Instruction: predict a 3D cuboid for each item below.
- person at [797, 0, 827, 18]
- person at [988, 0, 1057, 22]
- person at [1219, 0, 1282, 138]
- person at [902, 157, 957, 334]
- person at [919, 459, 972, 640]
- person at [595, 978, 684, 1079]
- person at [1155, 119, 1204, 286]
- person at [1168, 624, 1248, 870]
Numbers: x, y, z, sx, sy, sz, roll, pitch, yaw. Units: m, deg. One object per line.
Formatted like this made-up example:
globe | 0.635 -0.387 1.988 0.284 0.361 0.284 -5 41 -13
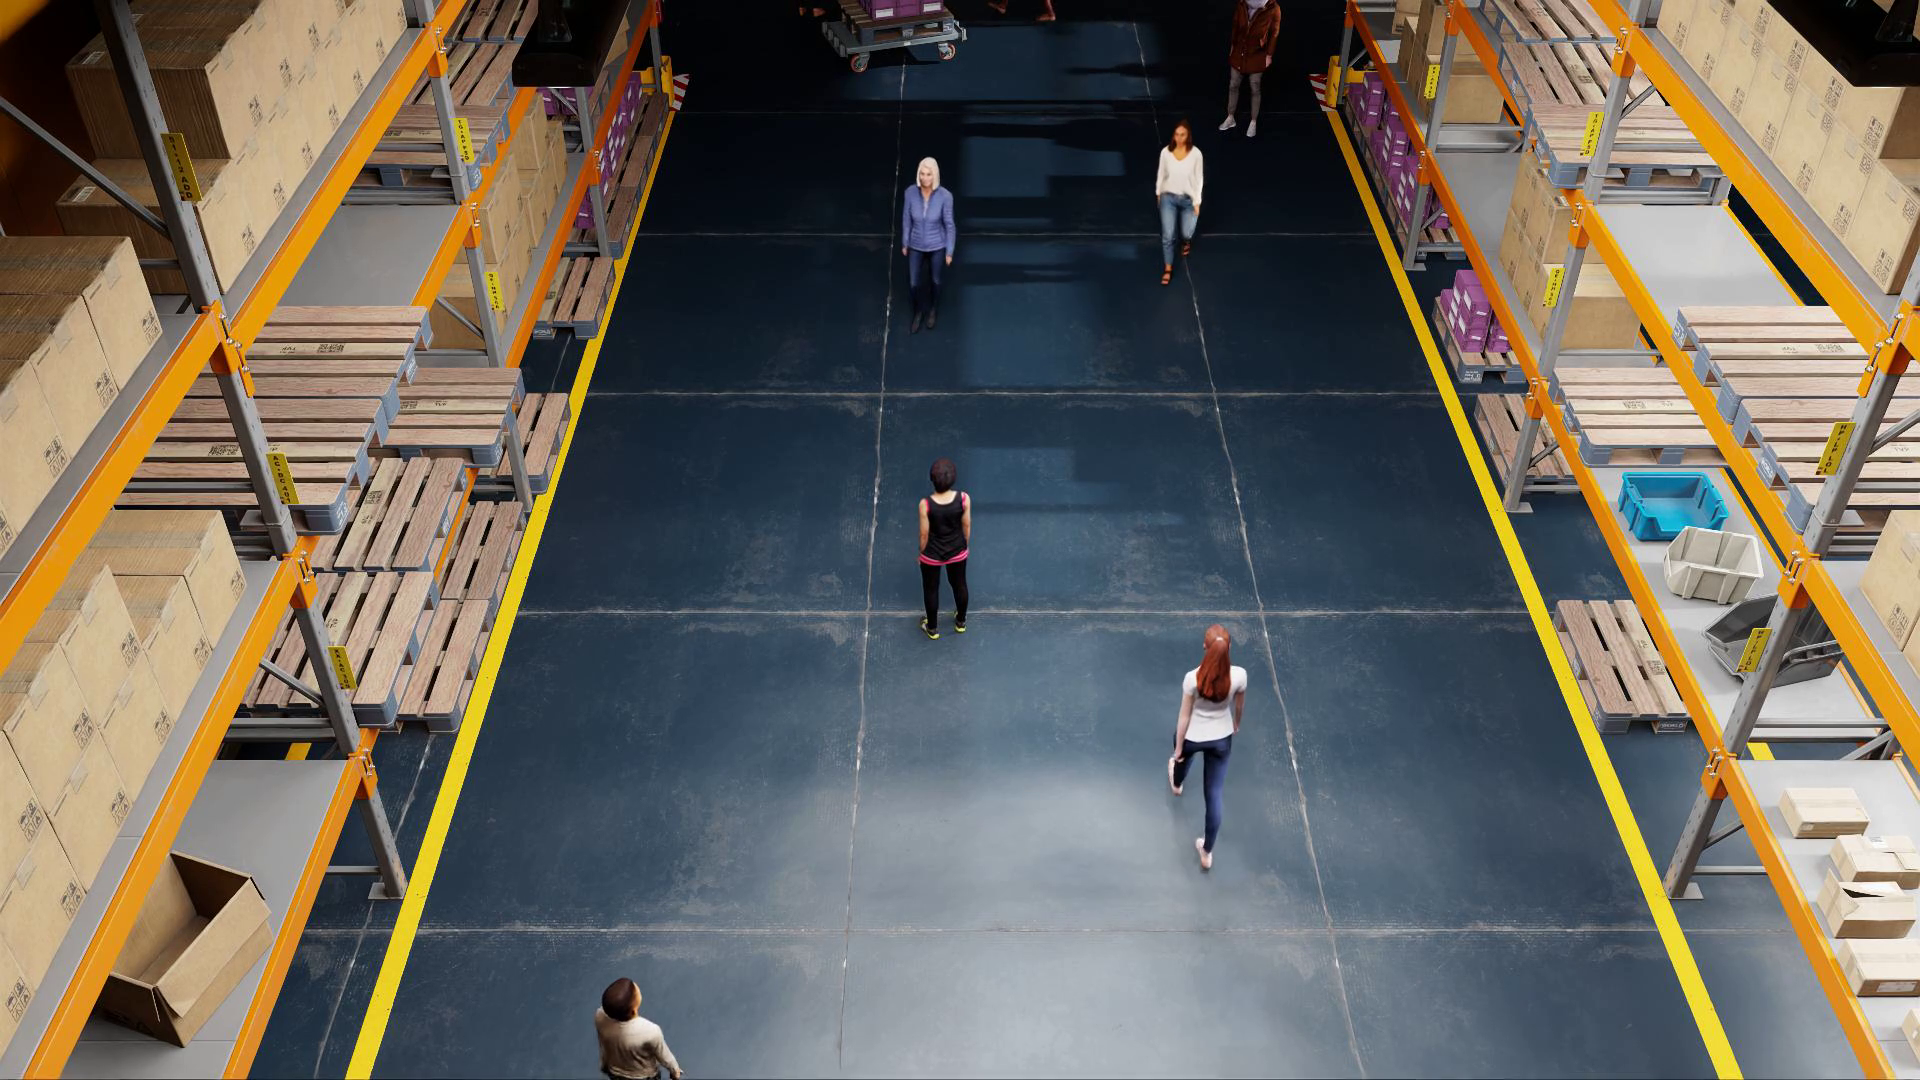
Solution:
person | -1.998 -7.636 21.594 0.818 1.651 0.859 12 40 15
person | 0.959 -7.465 21.366 0.910 1.669 1.179 10 40 12
person | 3.272 -5.487 18.752 0.838 1.839 0.870 19 42 22
person | -0.284 -2.791 15.464 0.721 1.730 0.683 6 39 8
person | -0.116 0.056 12.041 0.593 1.553 0.590 -11 40 -13
person | -1.729 2.827 8.651 0.647 1.454 0.646 14 41 16
person | 2.157 -3.335 16.195 0.762 1.669 0.921 11 40 13
person | 1.554 1.316 10.356 0.647 1.687 1.136 -2 39 -3
